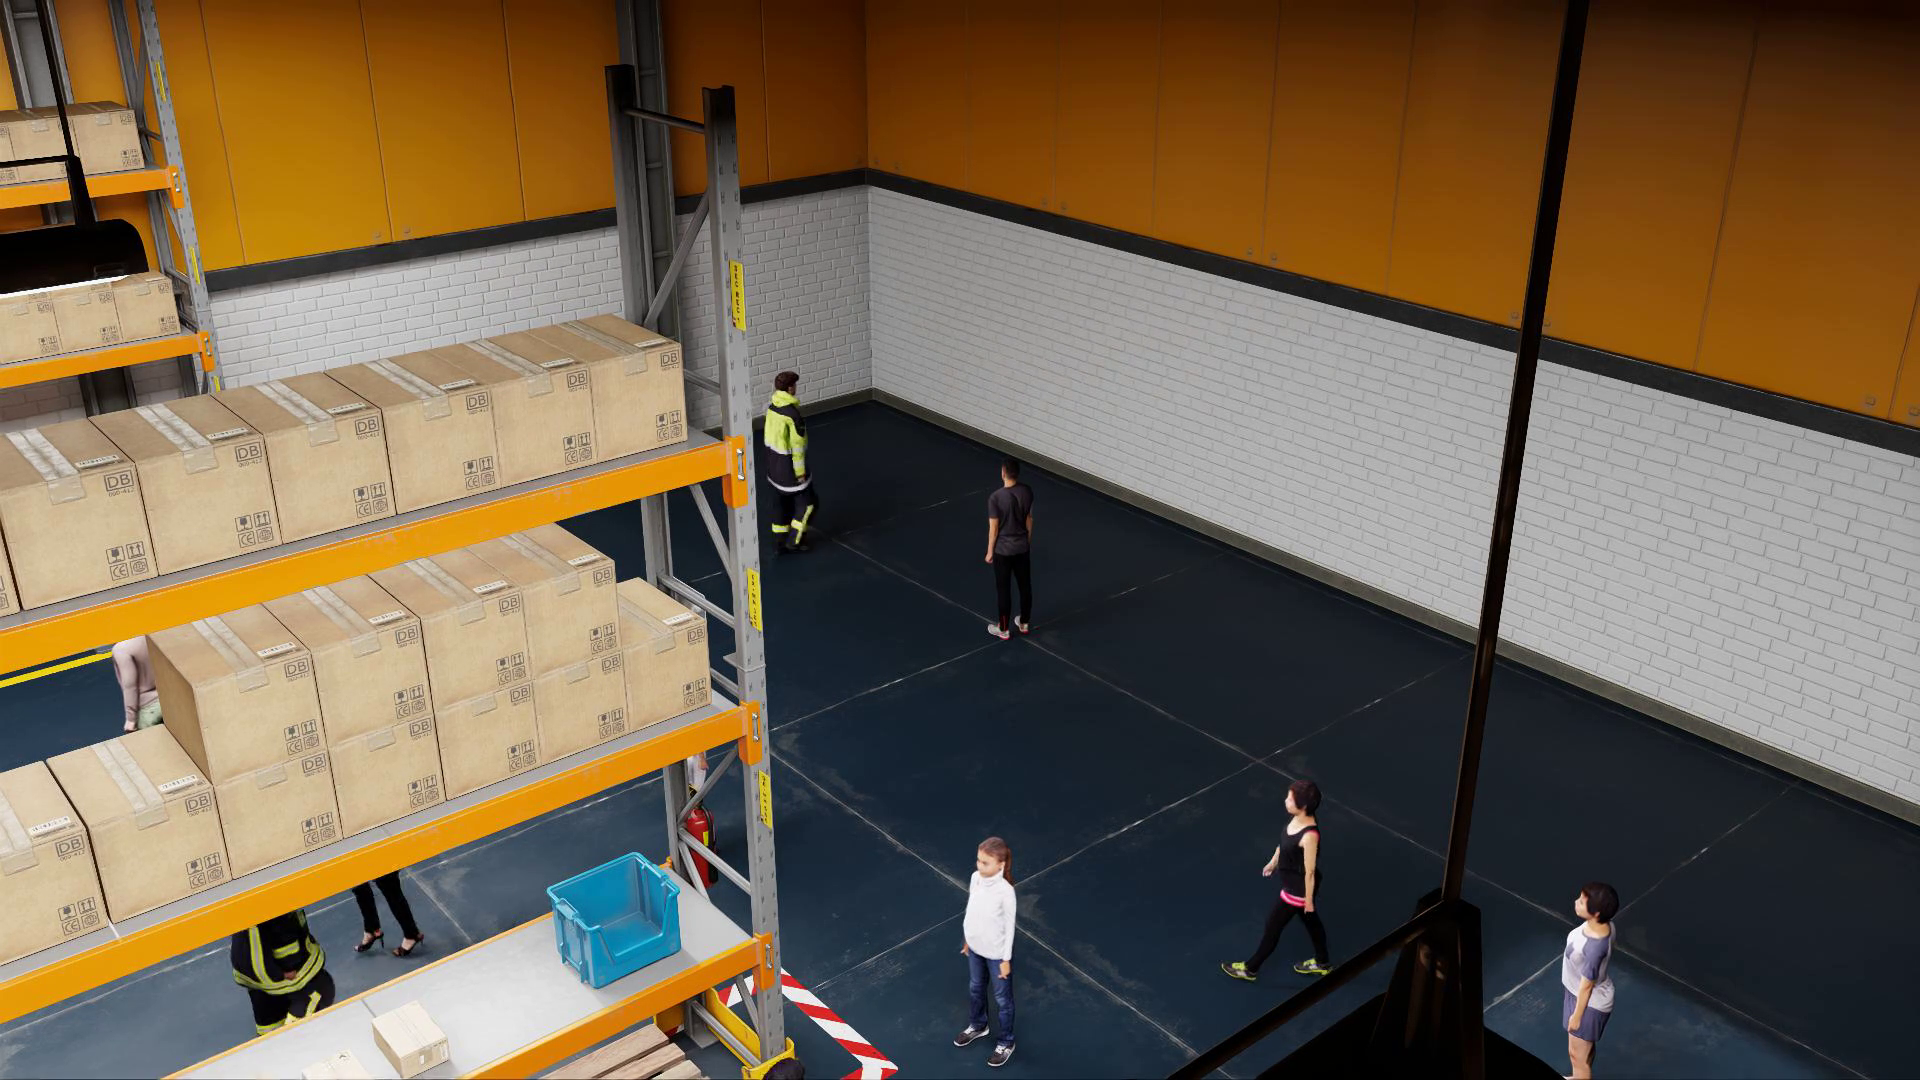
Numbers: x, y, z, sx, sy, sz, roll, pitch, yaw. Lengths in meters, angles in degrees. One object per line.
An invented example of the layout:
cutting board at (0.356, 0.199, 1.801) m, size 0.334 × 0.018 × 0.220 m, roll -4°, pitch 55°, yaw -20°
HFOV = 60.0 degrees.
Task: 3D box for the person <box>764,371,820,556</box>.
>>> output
person at (-1.843, -0.750, 17.103) m, size 0.697 × 1.960 × 0.782 m, roll -18°, pitch 29°, yaw -35°

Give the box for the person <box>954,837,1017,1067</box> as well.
person at (0.197, 2.485, 10.203) m, size 0.558 × 1.558 × 0.553 m, roll 20°, pitch 31°, yaw 38°

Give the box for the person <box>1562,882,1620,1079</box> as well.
person at (3.687, 2.674, 9.765) m, size 0.705 × 1.562 × 0.601 m, roll 10°, pitch 25°, yaw 21°

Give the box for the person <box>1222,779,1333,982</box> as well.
person at (2.280, 2.235, 10.823) m, size 1.009 × 1.519 × 0.954 m, roll 3°, pitch 24°, yaw 6°

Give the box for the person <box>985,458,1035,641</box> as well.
person at (0.474, 0.073, 15.464) m, size 0.544 × 1.764 × 0.732 m, roll -13°, pitch 27°, yaw -27°
